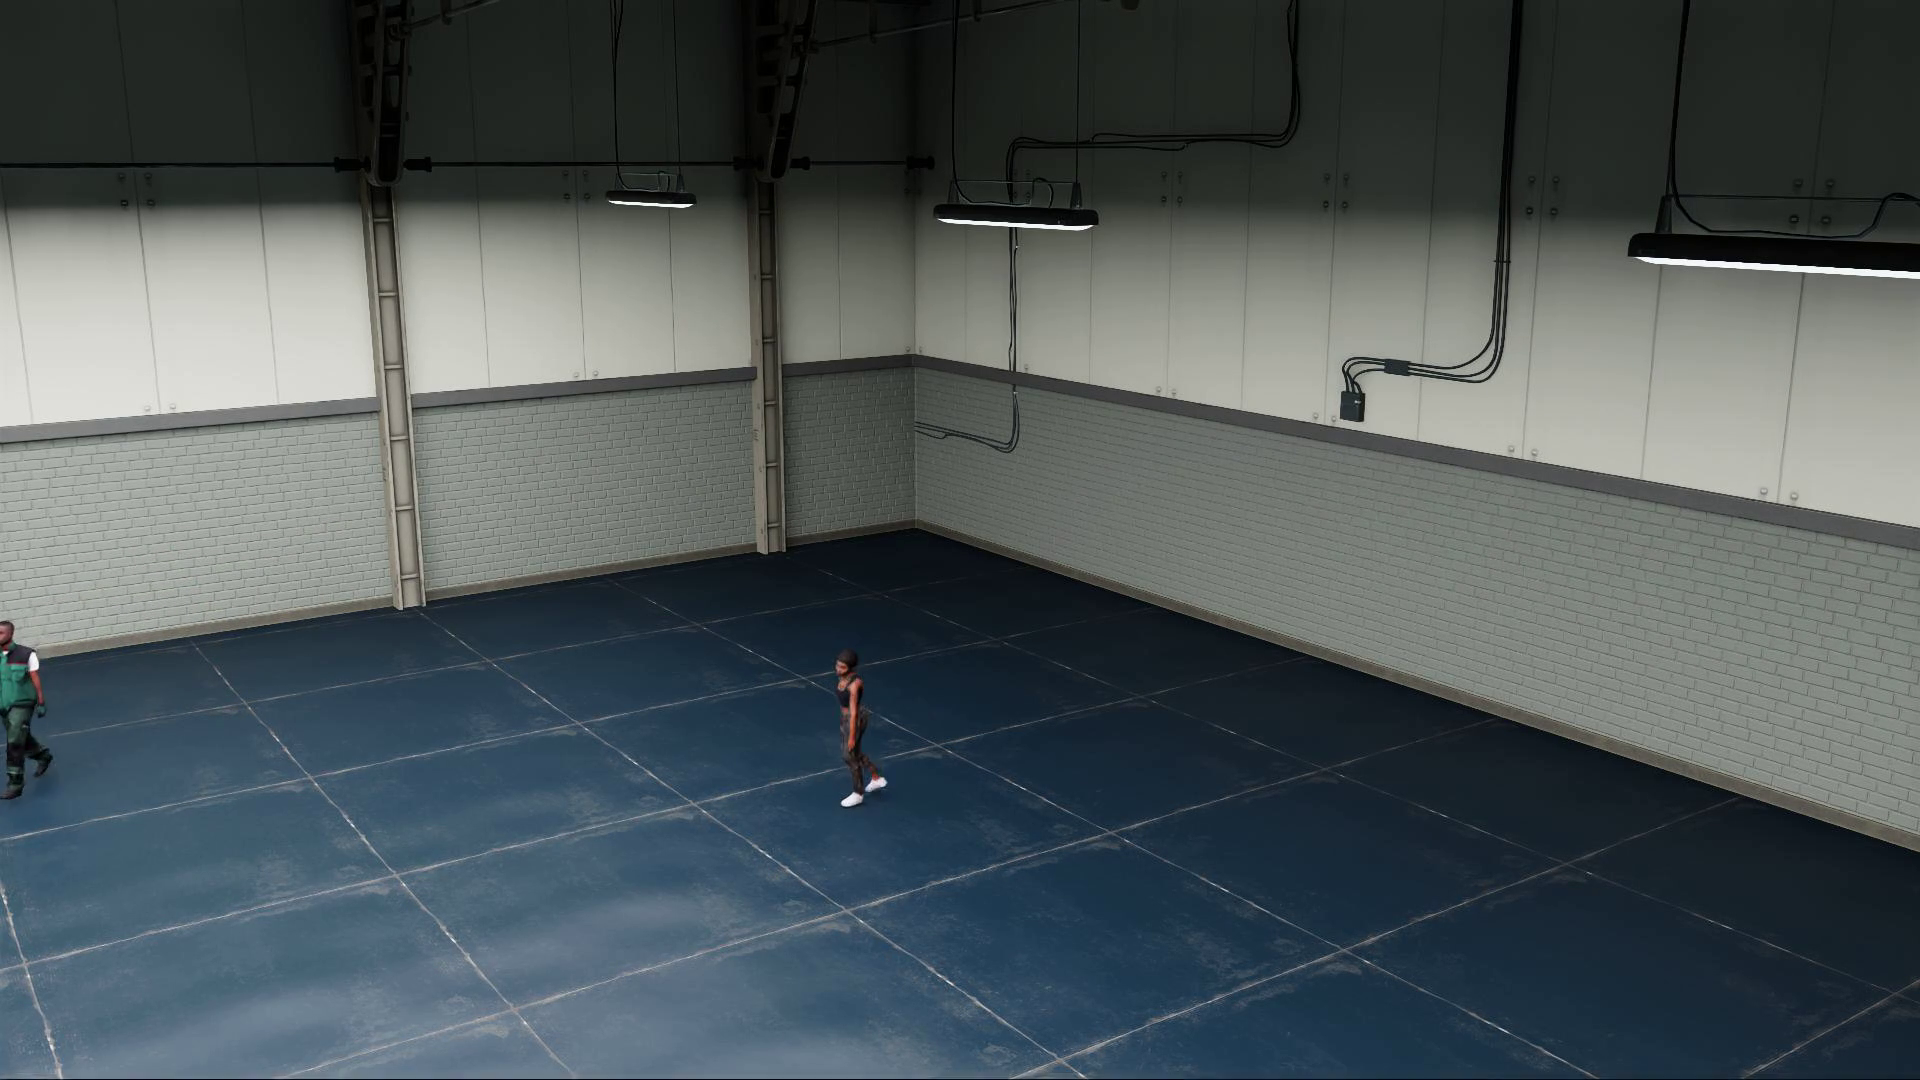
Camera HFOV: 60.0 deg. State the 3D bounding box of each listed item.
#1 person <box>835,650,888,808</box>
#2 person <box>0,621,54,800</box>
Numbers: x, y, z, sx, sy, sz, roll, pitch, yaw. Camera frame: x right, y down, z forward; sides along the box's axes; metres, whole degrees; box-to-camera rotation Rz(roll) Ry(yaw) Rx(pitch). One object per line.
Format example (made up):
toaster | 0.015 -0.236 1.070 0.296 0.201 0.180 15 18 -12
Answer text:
person | -1.054 1.880 16.674 0.878 1.663 0.760 -2 13 -10
person | -9.681 1.700 17.143 1.247 1.801 1.225 1 13 3
